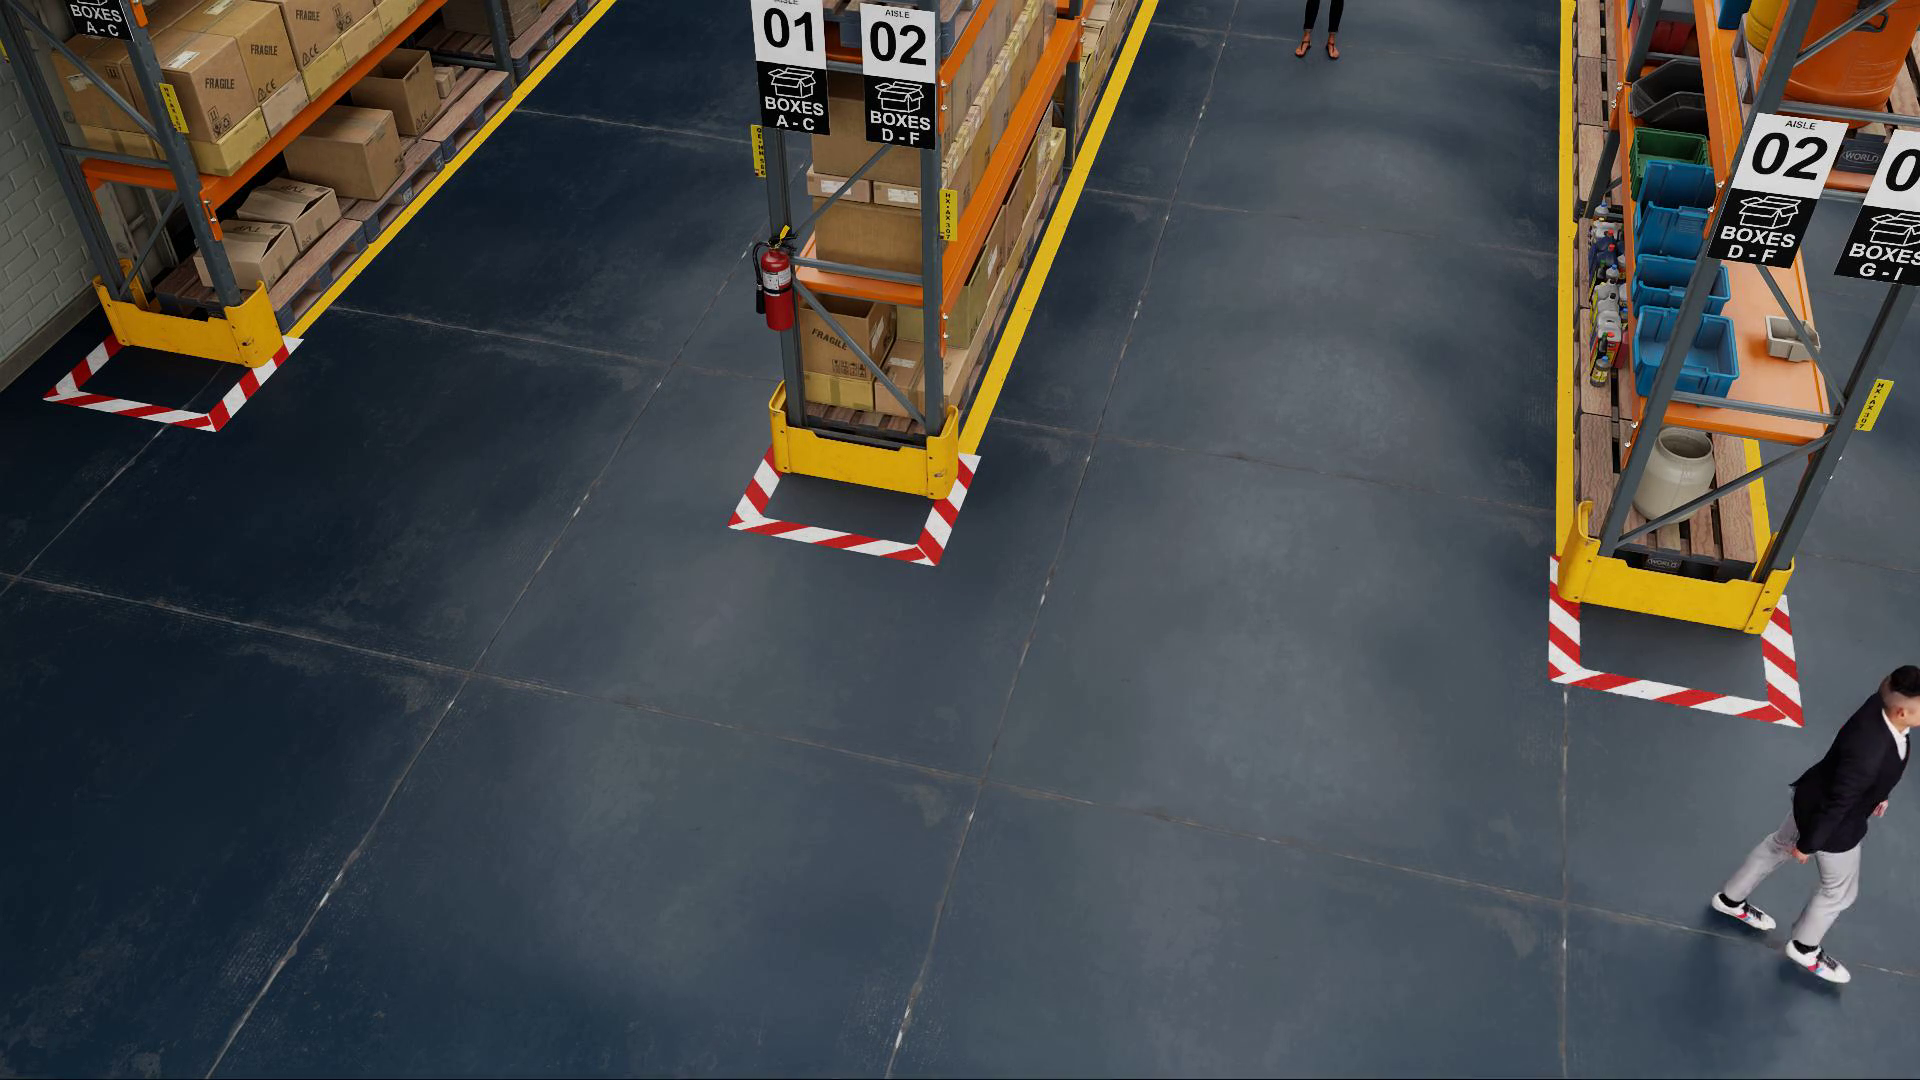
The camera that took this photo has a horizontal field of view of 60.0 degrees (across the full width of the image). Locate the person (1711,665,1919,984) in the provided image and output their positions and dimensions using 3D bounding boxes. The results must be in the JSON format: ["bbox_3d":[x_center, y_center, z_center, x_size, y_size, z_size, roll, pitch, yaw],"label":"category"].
[{"bbox_3d":[3.870,1.180,7.565,0.907,1.928,0.926,21,47,21],"label":"person"}]

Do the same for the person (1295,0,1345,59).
[{"bbox_3d":[3.235,-5.070,14.334,0.611,1.826,0.533,8,44,9],"label":"person"}]
